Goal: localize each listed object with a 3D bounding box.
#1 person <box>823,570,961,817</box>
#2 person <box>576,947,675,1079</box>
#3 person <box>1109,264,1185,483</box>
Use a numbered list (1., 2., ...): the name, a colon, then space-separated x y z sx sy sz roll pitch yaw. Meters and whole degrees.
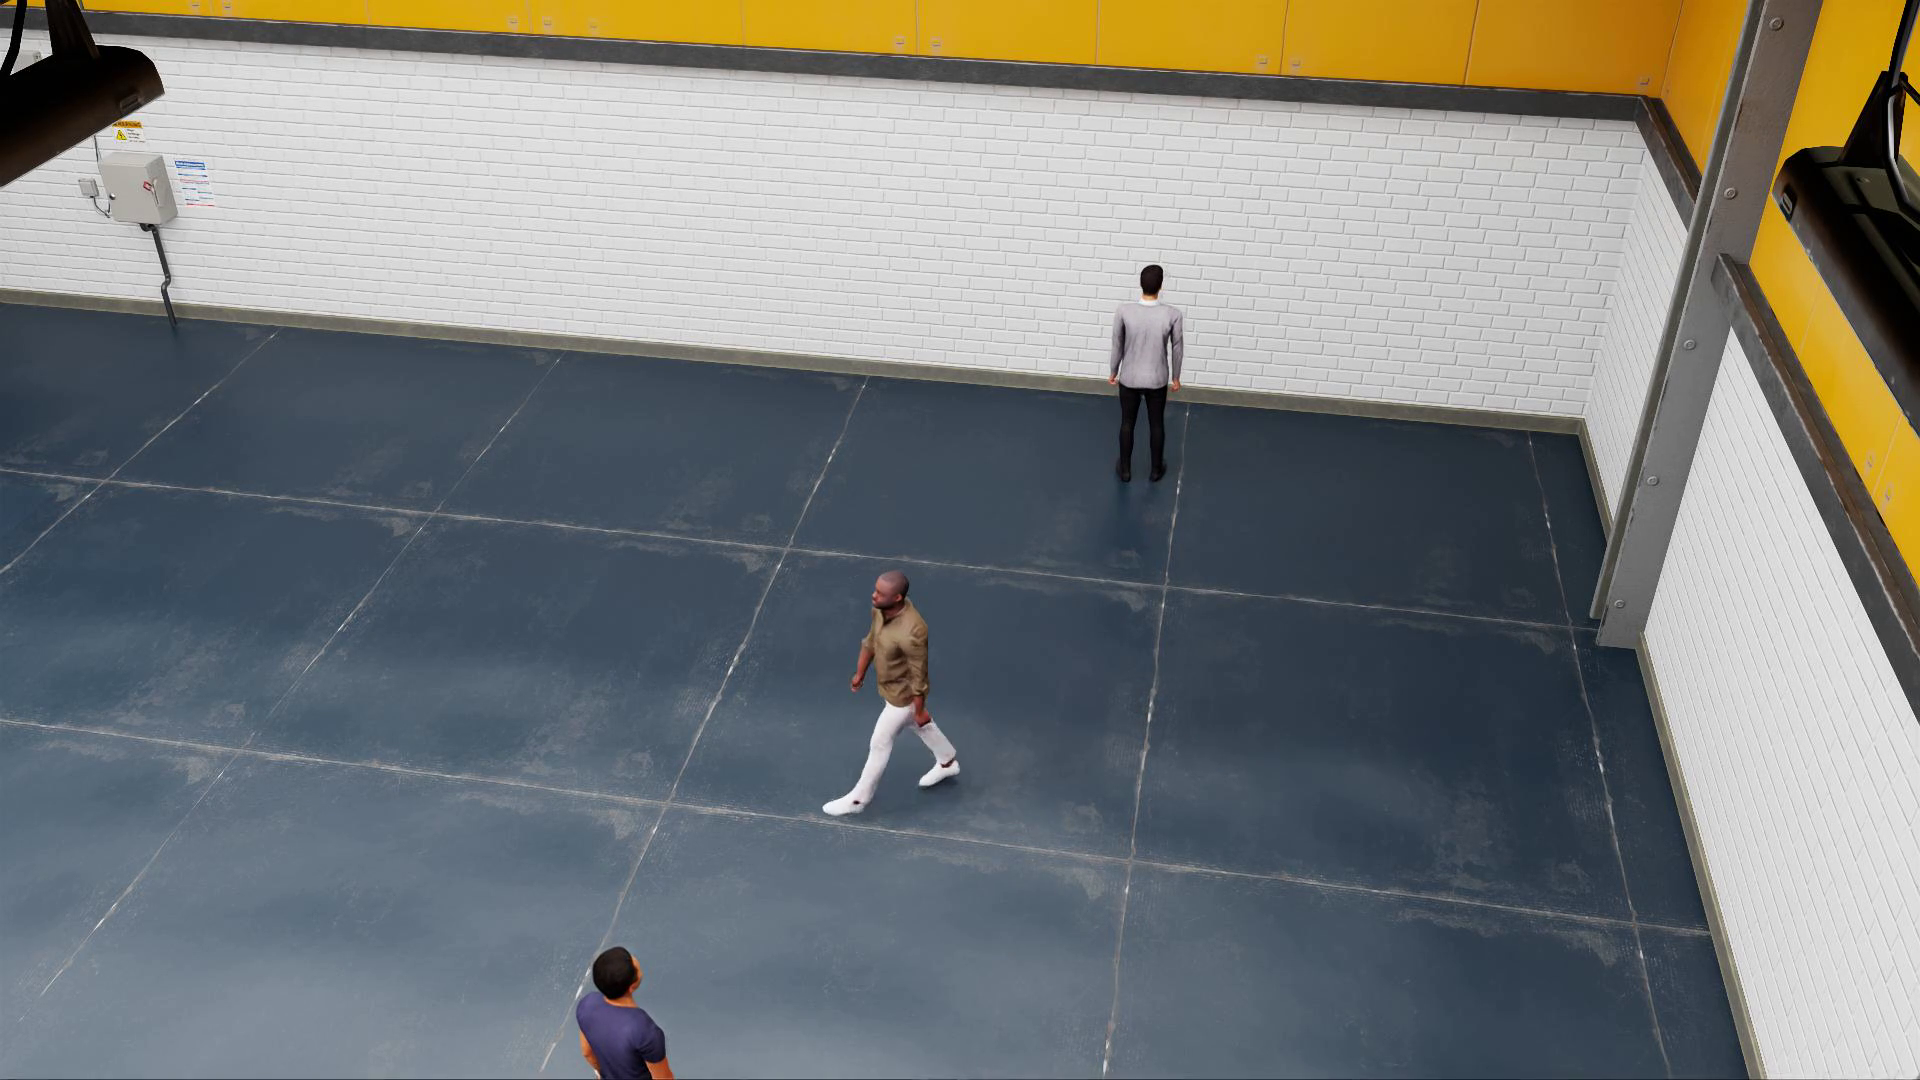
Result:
1. person: -0.298 0.915 10.337 1.173 1.779 1.257 -12 35 -17
2. person: -1.535 2.590 7.804 0.709 1.793 0.641 16 37 23
3. person: 1.508 -1.350 13.615 0.752 1.921 0.612 3 34 5
